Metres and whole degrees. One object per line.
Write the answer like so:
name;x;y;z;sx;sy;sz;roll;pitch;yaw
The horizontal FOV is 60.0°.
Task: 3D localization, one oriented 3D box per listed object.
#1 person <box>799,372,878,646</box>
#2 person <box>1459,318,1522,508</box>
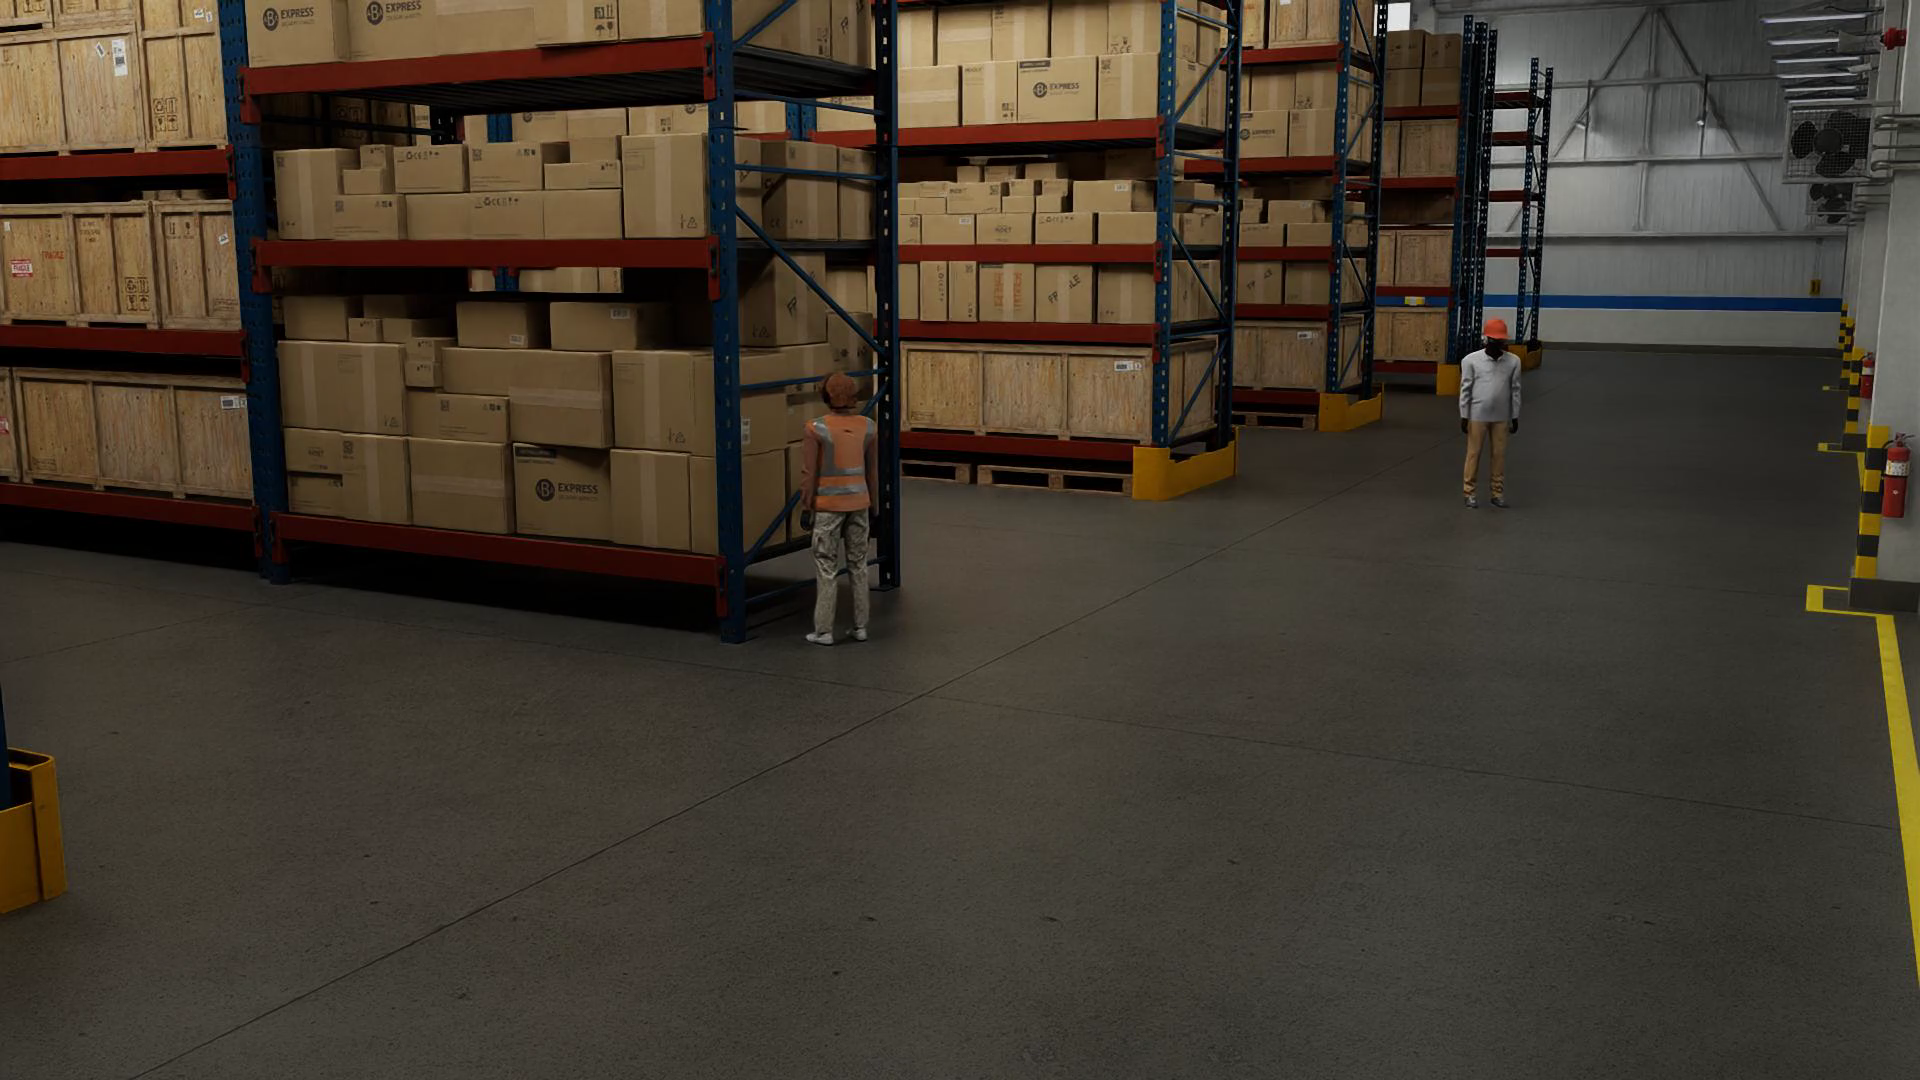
person;-0.711;-0.182;9.918;0.526;1.631;0.321;-7;12;-34
person;4.853;-1.155;15.211;0.565;1.745;0.349;0;10;-2
